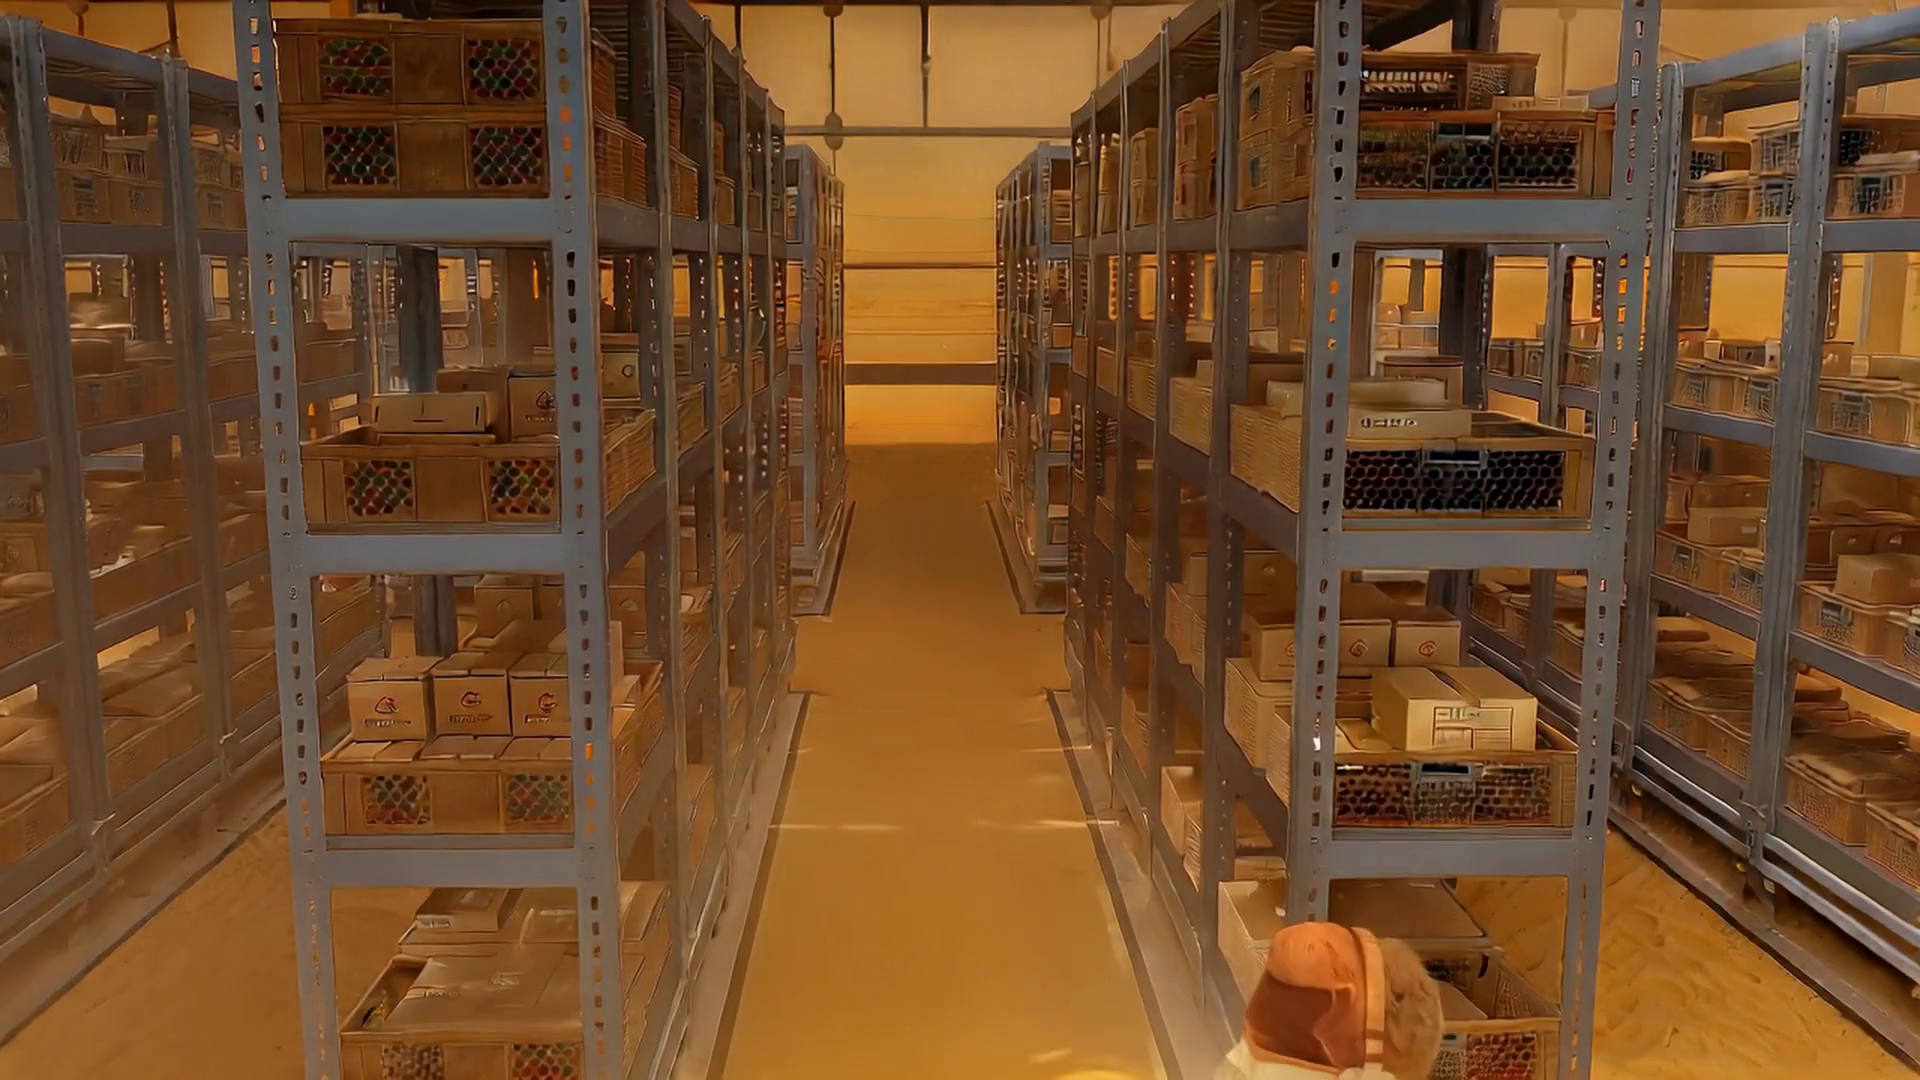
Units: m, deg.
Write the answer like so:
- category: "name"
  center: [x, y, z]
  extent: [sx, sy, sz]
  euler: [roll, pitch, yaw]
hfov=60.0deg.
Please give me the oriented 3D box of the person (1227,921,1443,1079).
- category: "person"
  center: [0.441, 1.398, 2.111]
  extent: [0.407, 1.913, 0.641]
  euler: [1, 9, 4]
